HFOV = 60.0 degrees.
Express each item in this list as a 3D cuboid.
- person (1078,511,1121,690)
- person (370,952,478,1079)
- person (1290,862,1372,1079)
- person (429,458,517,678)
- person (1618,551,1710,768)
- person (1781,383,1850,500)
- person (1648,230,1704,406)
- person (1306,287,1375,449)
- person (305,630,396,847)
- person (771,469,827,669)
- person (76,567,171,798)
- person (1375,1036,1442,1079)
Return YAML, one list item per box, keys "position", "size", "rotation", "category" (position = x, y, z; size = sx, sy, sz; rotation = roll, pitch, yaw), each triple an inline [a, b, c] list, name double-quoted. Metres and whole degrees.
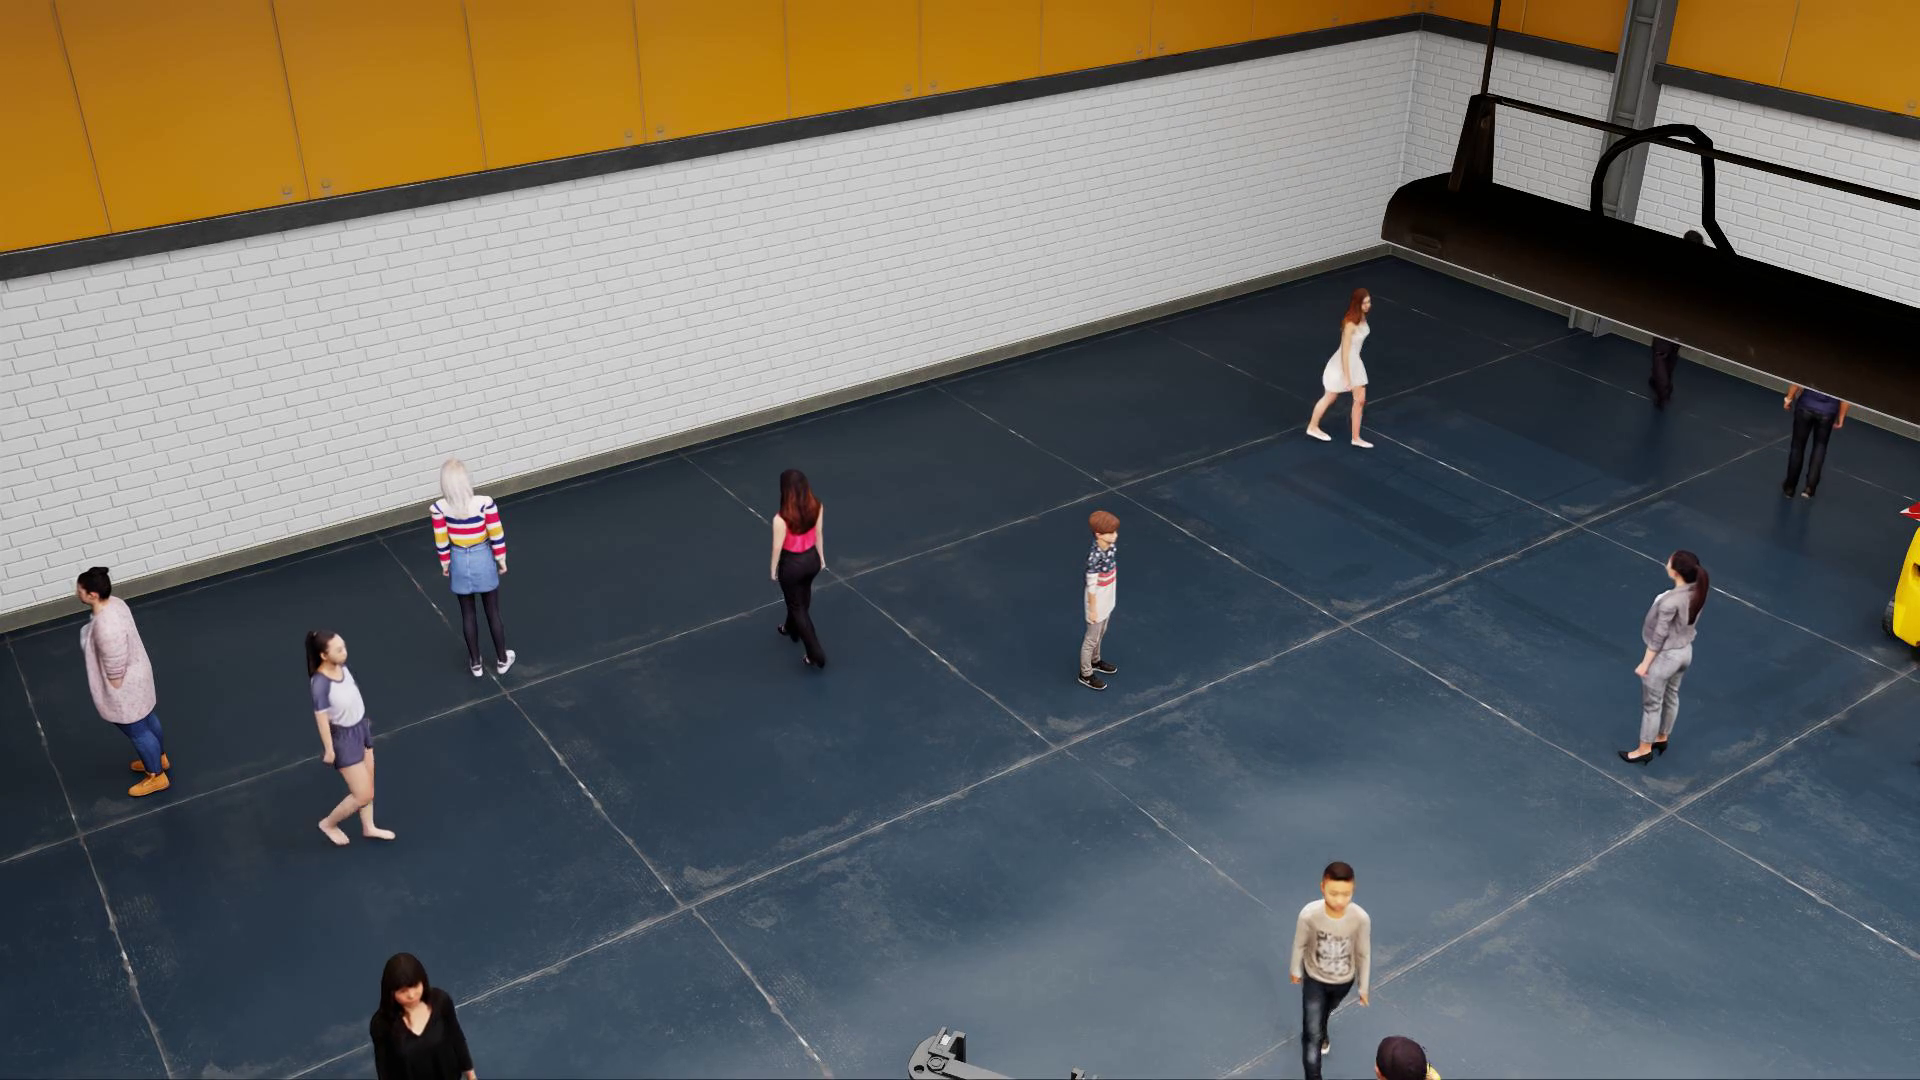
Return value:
- position: [1.056, 0.424, 12.571]
  size: [0.606, 1.439, 0.587]
  rotation: [12, 31, 20]
  category: "person"
- position: [-2.692, 2.651, 8.298]
  size: [0.612, 1.621, 0.949]
  rotation: [-20, 35, -32]
  category: "person"
- position: [2.014, 2.328, 9.090]
  size: [0.898, 1.430, 1.055]
  rotation: [0, 29, 0]
  category: "person"
- position: [-3.692, 0.202, 12.592]
  size: [0.718, 1.807, 0.681]
  rotation: [-4, 29, -7]
  category: "person"
- position: [4.927, 0.827, 11.580]
  size: [0.602, 1.679, 0.562]
  rotation: [-18, 34, -30]
  category: "person"
- position: [7.773, -1.157, 15.110]
  size: [0.736, 1.782, 0.831]
  rotation: [10, 30, 18]
  category: "person"
- position: [7.349, -2.238, 17.045]
  size: [1.009, 1.828, 1.133]
  rotation: [0, 29, -1]
  category: "person"
- position: [3.696, -1.701, 16.231]
  size: [0.991, 1.665, 0.679]
  rotation: [20, 35, 32]
  category: "person"
- position: [-4.044, 1.294, 10.768]
  size: [0.821, 1.639, 0.762]
  rotation: [1, 29, 1]
  category: "person"
- position: [-1.198, 0.239, 12.705]
  size: [0.690, 1.635, 0.988]
  rotation: [-25, 37, -37]
  category: "person"
- position: [-5.693, 0.932, 11.322]
  size: [0.822, 1.742, 0.666]
  rotation: [-9, 30, -16]
  category: "person"
- position: [1.987, 2.941, 7.733]
  size: [0.854, 1.652, 0.814]
  rotation: [20, 34, 32]
  category: "person"
